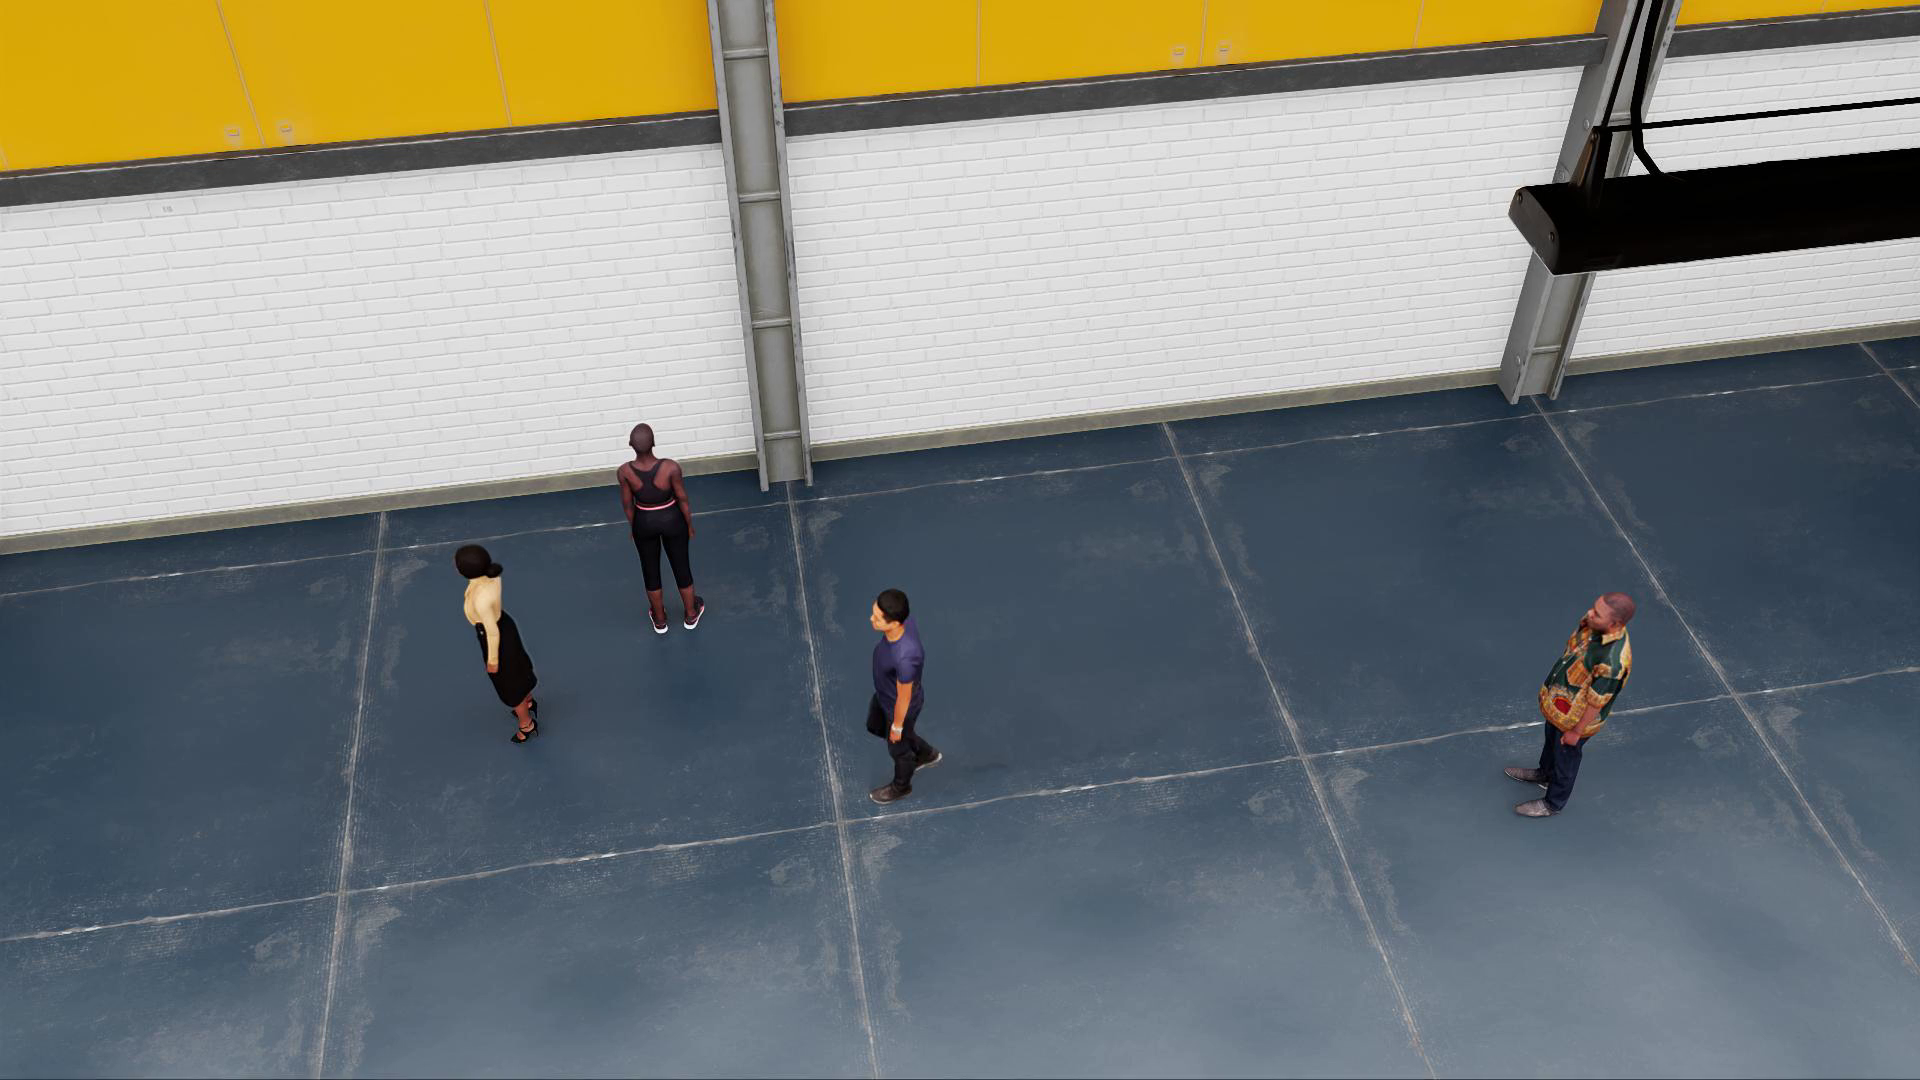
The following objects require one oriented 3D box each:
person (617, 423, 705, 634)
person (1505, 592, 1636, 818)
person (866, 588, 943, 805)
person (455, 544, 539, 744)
[{"bbox_3d":[-1.985,-0.076,10.964,0.469,1.758,0.639,-5,44,-5],"label":"person"},{"bbox_3d":[3.658,0.962,9.838,0.737,1.808,0.756,2,44,2],"label":"person"},{"bbox_3d":[-0.289,0.936,9.887,0.741,1.779,0.689,-11,45,-12],"label":"person"},{"bbox_3d":[-2.856,0.631,10.298,0.547,1.654,0.586,-4,44,-4],"label":"person"}]
